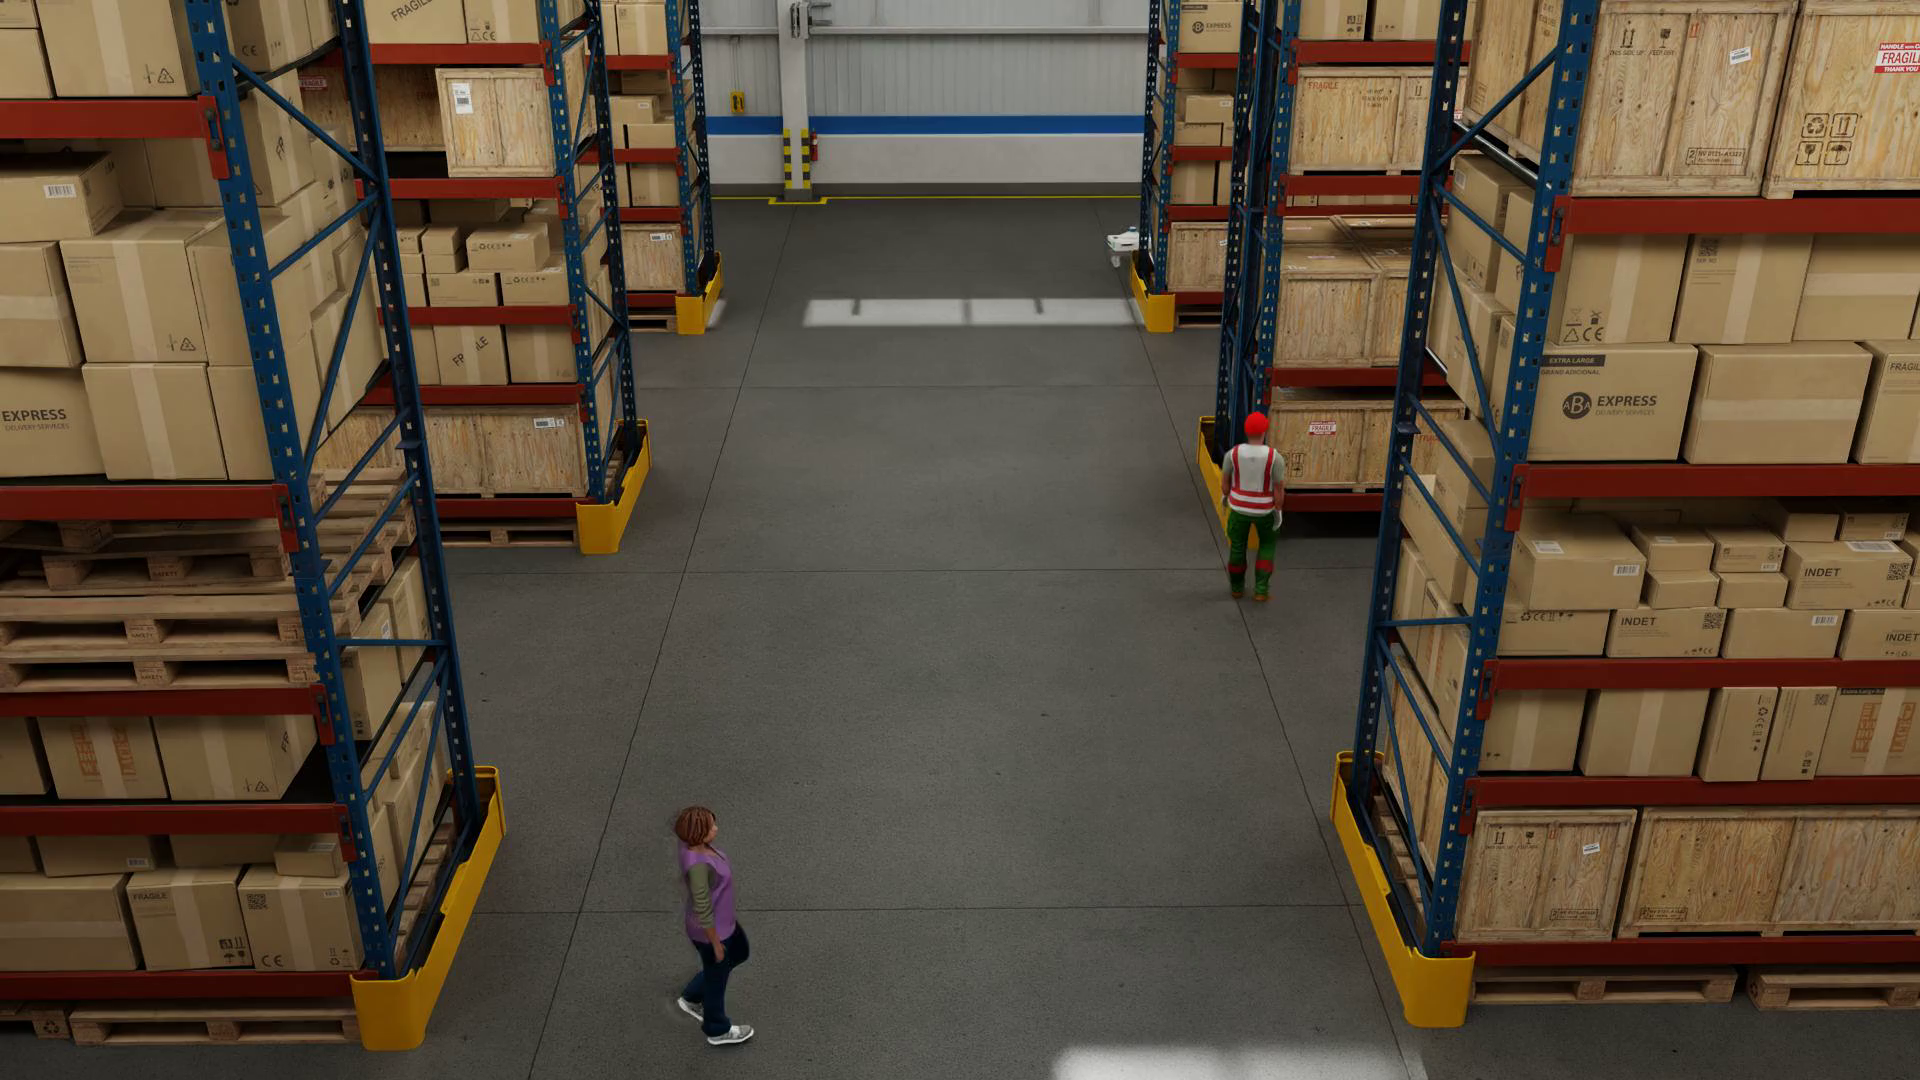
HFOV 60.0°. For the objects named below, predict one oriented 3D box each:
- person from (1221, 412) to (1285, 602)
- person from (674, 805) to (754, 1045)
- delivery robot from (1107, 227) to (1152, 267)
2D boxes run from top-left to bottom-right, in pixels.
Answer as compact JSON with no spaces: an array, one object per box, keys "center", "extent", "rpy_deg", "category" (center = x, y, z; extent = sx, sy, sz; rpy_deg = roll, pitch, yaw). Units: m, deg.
[{"center":[2.541,-0.306,14.459],"extent":[0.560,1.788,0.519],"rpy_deg":[7,26,14],"category":"person"},{"center":[-1.404,2.176,9.378],"extent":[0.443,1.599,0.450],"rpy_deg":[-6,26,-12],"category":"person"},{"center":[2.572,-4.325,24.712],"extent":[0.741,0.535,0.667],"rpy_deg":[-5,25,-10],"category":"delivery robot"}]
